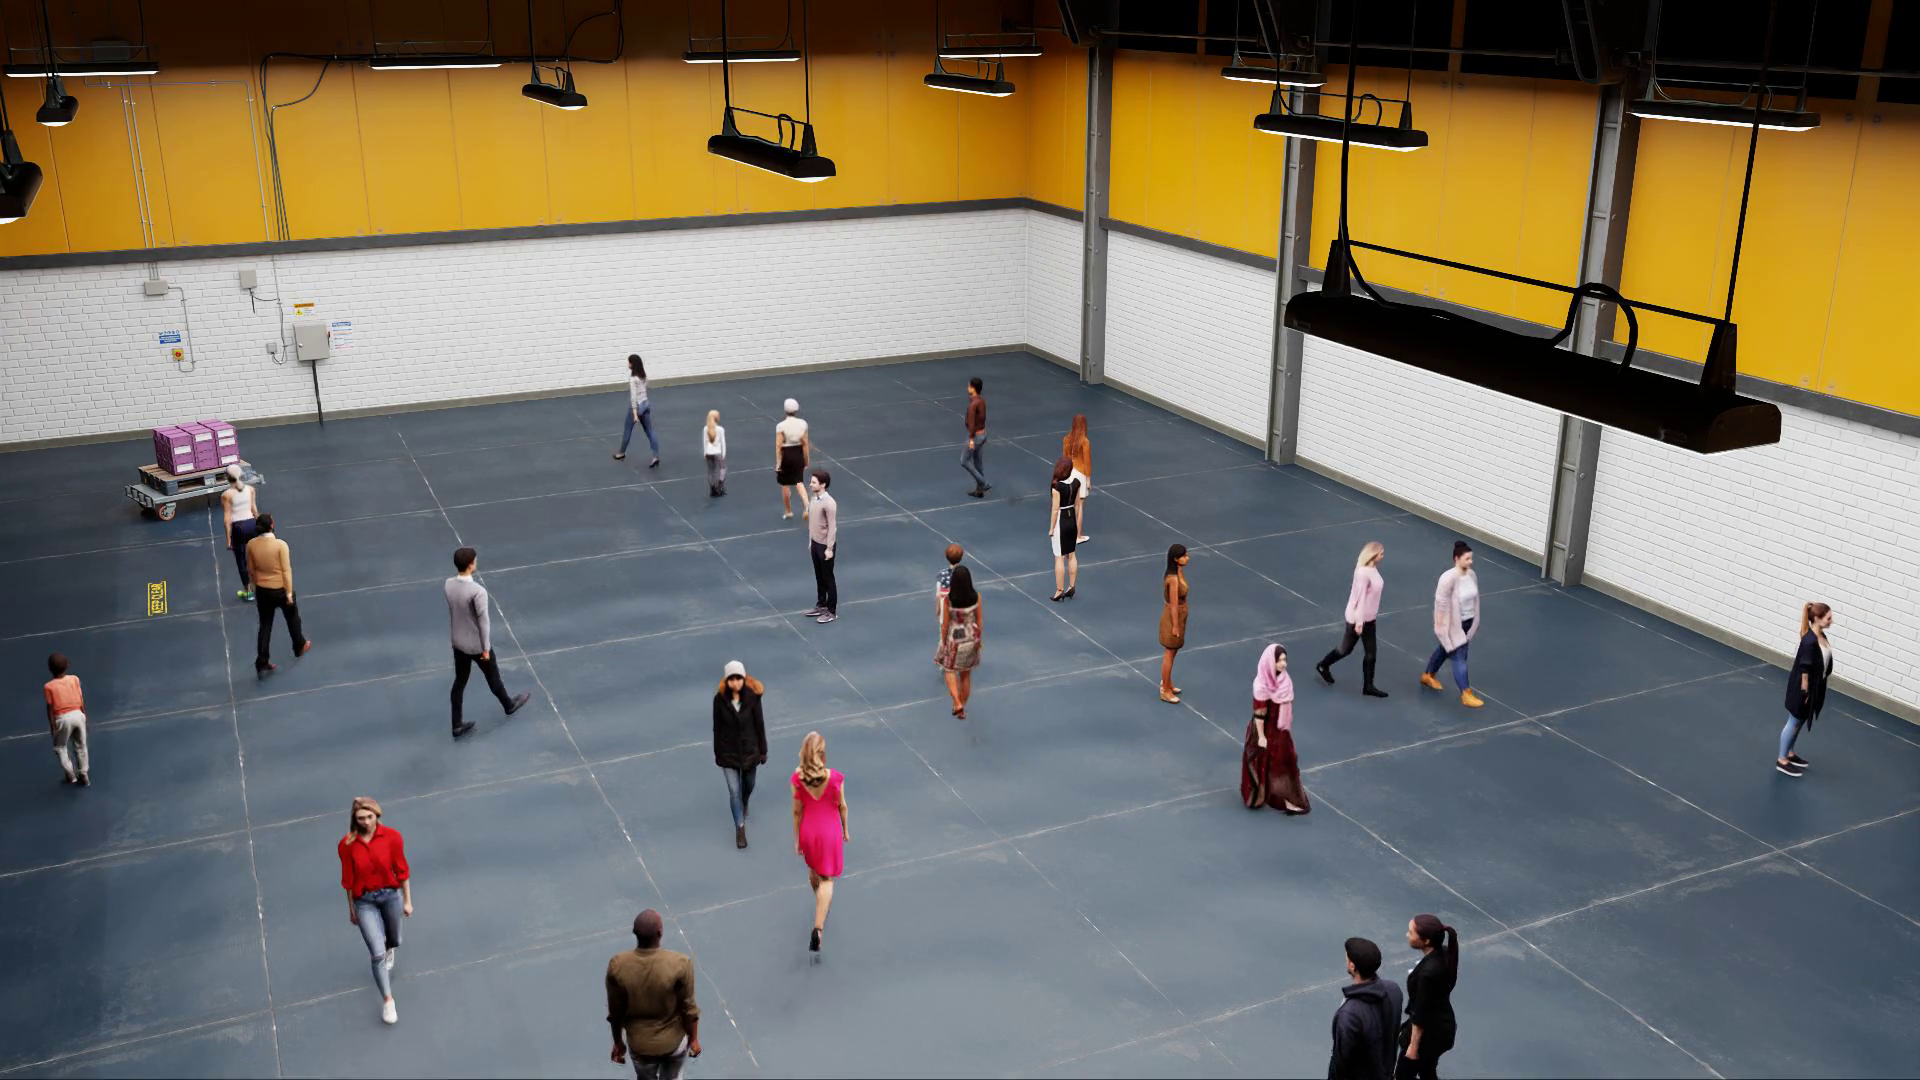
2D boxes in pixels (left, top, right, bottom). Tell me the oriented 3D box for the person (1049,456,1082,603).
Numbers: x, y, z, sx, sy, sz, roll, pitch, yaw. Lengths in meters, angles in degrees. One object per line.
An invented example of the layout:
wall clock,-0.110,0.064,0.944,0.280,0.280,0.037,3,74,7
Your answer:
person,1.256,-0.136,19.907,0.617,1.796,0.550,-14,23,-35

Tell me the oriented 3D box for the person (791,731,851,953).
person,-1.079,2.332,12.744,0.934,1.689,1.087,3,19,10

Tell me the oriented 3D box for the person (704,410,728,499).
person,-3.563,-1.225,23.964,0.593,1.271,0.639,3,19,9

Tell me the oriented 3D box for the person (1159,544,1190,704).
person,2.210,0.841,17.174,0.710,1.689,0.622,4,19,11

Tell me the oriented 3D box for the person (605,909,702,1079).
person,-1.879,3.123,10.216,0.951,1.804,1.046,1,19,4

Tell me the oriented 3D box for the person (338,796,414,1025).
person,-4.200,2.585,12.006,0.626,1.680,1.008,-8,20,-22

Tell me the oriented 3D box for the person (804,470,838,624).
person,-1.597,0.052,19.326,0.716,1.809,0.537,-12,22,-32

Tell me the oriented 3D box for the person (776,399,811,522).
person,-2.248,-1.030,22.657,0.682,1.734,0.928,-11,22,-30

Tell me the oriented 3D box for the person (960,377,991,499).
person,0.309,-1.446,23.835,0.860,1.771,0.804,8,20,22

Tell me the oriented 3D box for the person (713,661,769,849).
person,-1.916,1.801,14.442,0.770,1.612,1.062,-4,19,-11

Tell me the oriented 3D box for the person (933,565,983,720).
person,0.034,1.052,16.631,0.713,1.634,0.767,-5,19,-14

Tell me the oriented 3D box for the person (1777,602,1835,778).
person,7.925,1.374,15.598,0.697,1.683,0.711,16,24,39

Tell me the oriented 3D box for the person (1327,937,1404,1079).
person,2.426,3.231,9.779,0.828,1.879,0.925,-17,25,-41

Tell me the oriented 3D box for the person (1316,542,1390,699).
person,4.087,0.813,17.322,1.161,1.647,0.959,14,23,36

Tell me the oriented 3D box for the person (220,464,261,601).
person,-8.490,-0.056,19.842,1.044,1.685,0.887,12,22,33

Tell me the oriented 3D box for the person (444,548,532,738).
person,-4.869,1.038,16.297,1.254,1.874,1.228,10,21,28

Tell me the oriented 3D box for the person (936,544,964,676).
person,-0.084,0.760,17.838,0.844,1.417,1.005,2,19,7

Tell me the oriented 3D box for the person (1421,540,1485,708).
person,5.050,0.832,17.181,0.841,1.701,1.145,-14,23,-35

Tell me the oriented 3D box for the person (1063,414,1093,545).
person,1.526,-0.821,22.067,0.638,1.715,0.748,16,24,39

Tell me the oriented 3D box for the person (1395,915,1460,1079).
person,3.019,3.133,10.437,0.874,1.643,0.804,12,22,32

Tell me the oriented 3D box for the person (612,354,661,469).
person,-4.781,-1.906,25.252,1.189,1.739,1.061,9,20,24

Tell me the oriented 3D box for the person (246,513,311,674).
person,-7.415,0.597,17.855,1.042,1.716,1.249,2,19,6

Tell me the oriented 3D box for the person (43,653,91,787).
person,-8.179,1.675,15.303,0.540,1.302,0.557,-16,25,-40

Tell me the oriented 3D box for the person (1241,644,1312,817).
person,2.698,1.667,14.845,0.774,1.608,1.019,-14,23,-36
